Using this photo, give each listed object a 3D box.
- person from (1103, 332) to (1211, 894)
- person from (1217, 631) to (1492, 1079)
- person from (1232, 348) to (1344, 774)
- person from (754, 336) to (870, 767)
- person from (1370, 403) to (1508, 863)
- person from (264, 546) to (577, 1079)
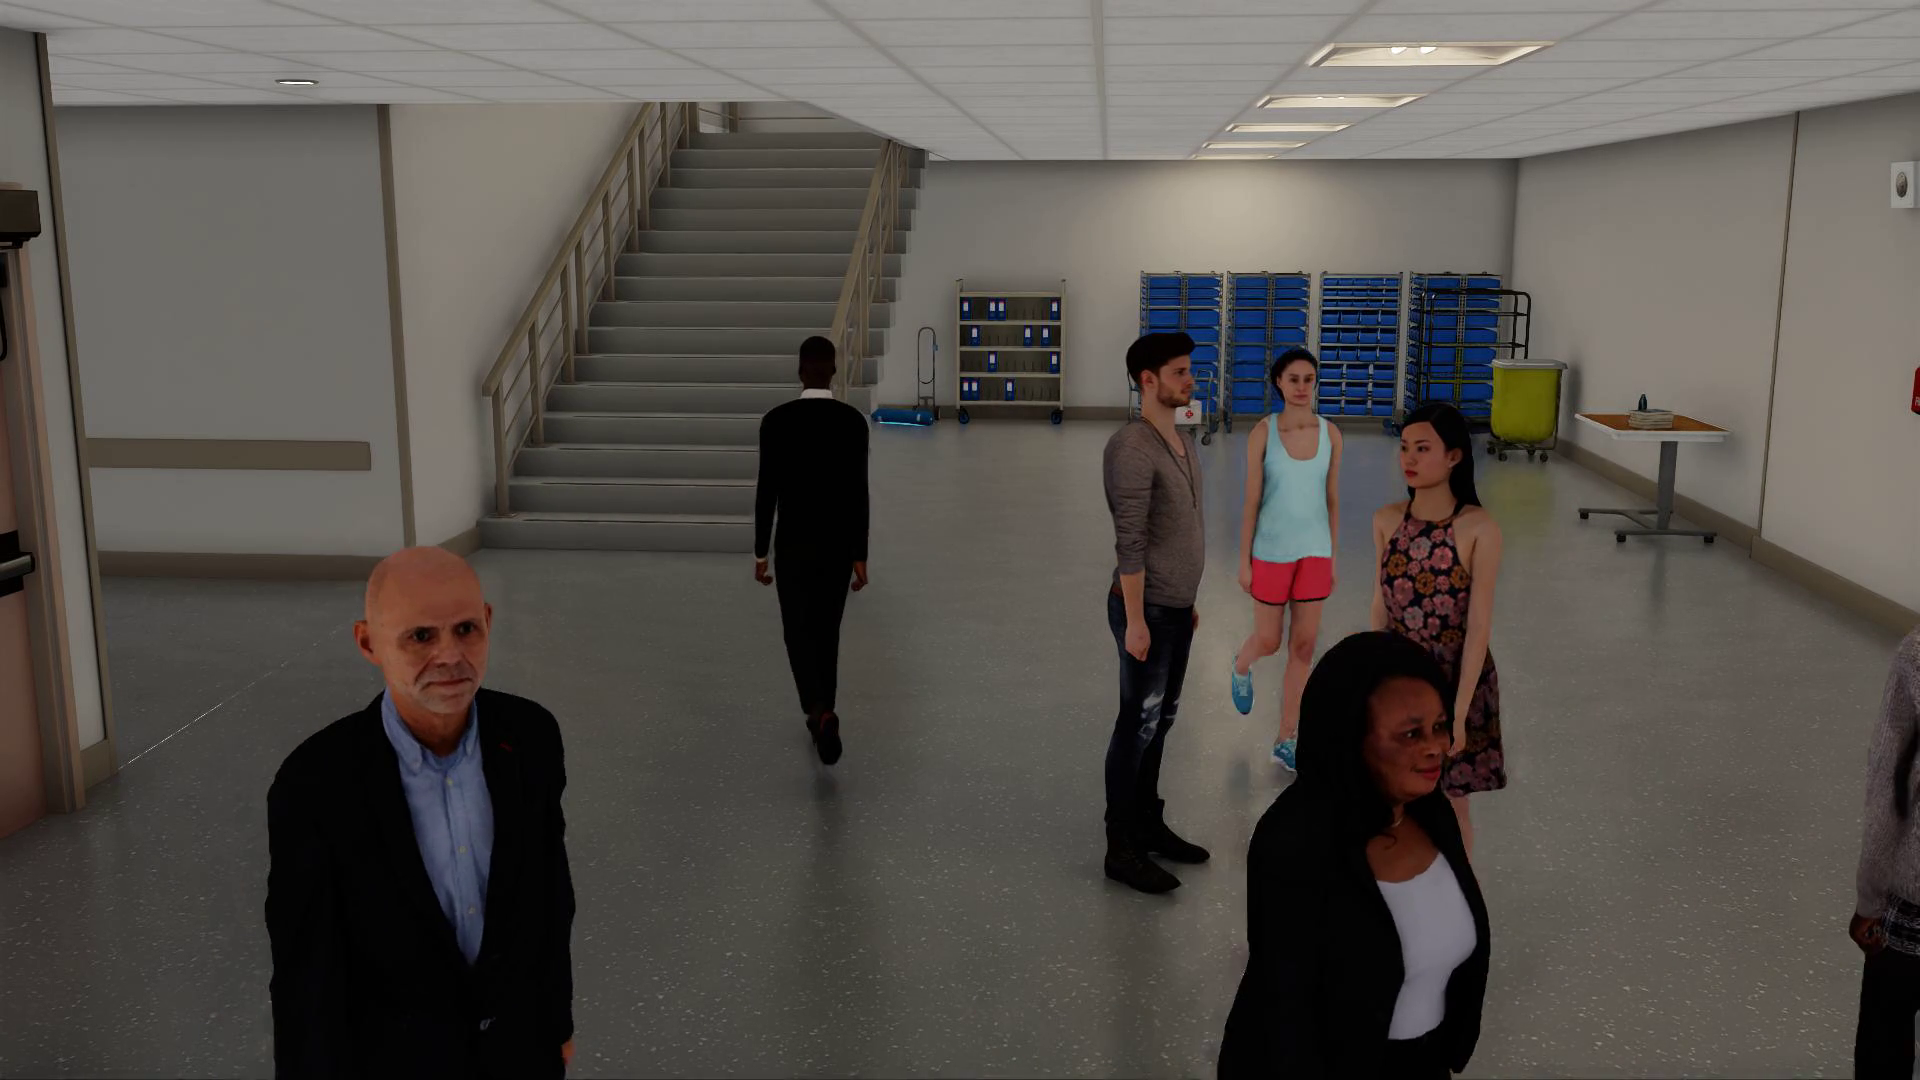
[{"bbox_3d":[0.667,0.230,5.790,0.826,1.905,0.666,5,12,26],"label":"person"},{"bbox_3d":[0.595,0.932,2.915,0.921,1.596,0.973,-10,15,-43],"label":"person"},{"bbox_3d":[1.361,0.076,7.019,0.737,1.749,1.032,-2,11,-8],"label":"person"},{"bbox_3d":[-0.595,0.064,6.985,0.863,1.785,1.174,-2,11,-12],"label":"person"},{"bbox_3d":[1.412,0.493,4.854,0.963,1.737,1.120,8,14,38],"label":"person"},{"bbox_3d":[-0.896,0.880,2.774,1.202,1.751,1.284,-8,14,-37],"label":"person"}]
